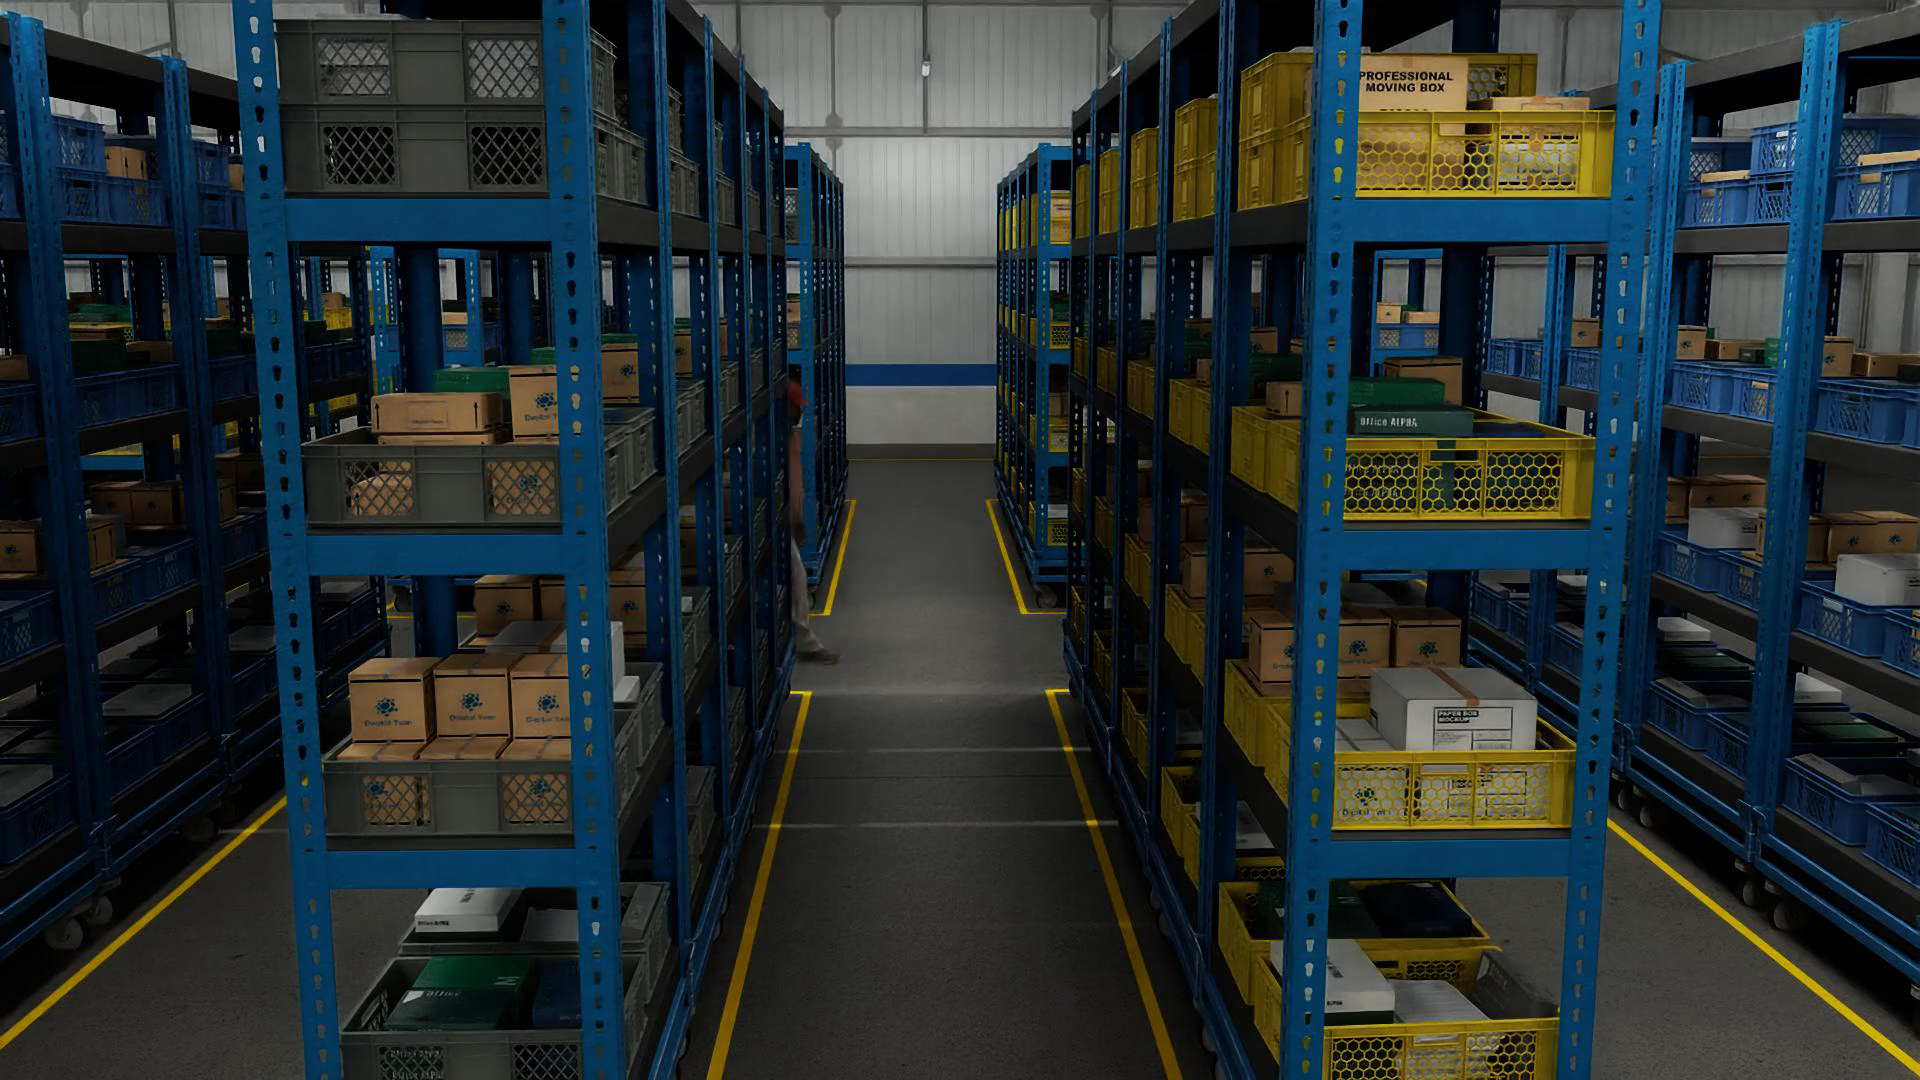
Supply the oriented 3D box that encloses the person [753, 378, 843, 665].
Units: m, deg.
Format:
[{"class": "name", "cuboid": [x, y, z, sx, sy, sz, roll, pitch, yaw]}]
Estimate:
[{"class": "person", "cuboid": [-1.302, -0.129, 11.249, 0.973, 1.962, 0.612, 2, 10, 12]}]
